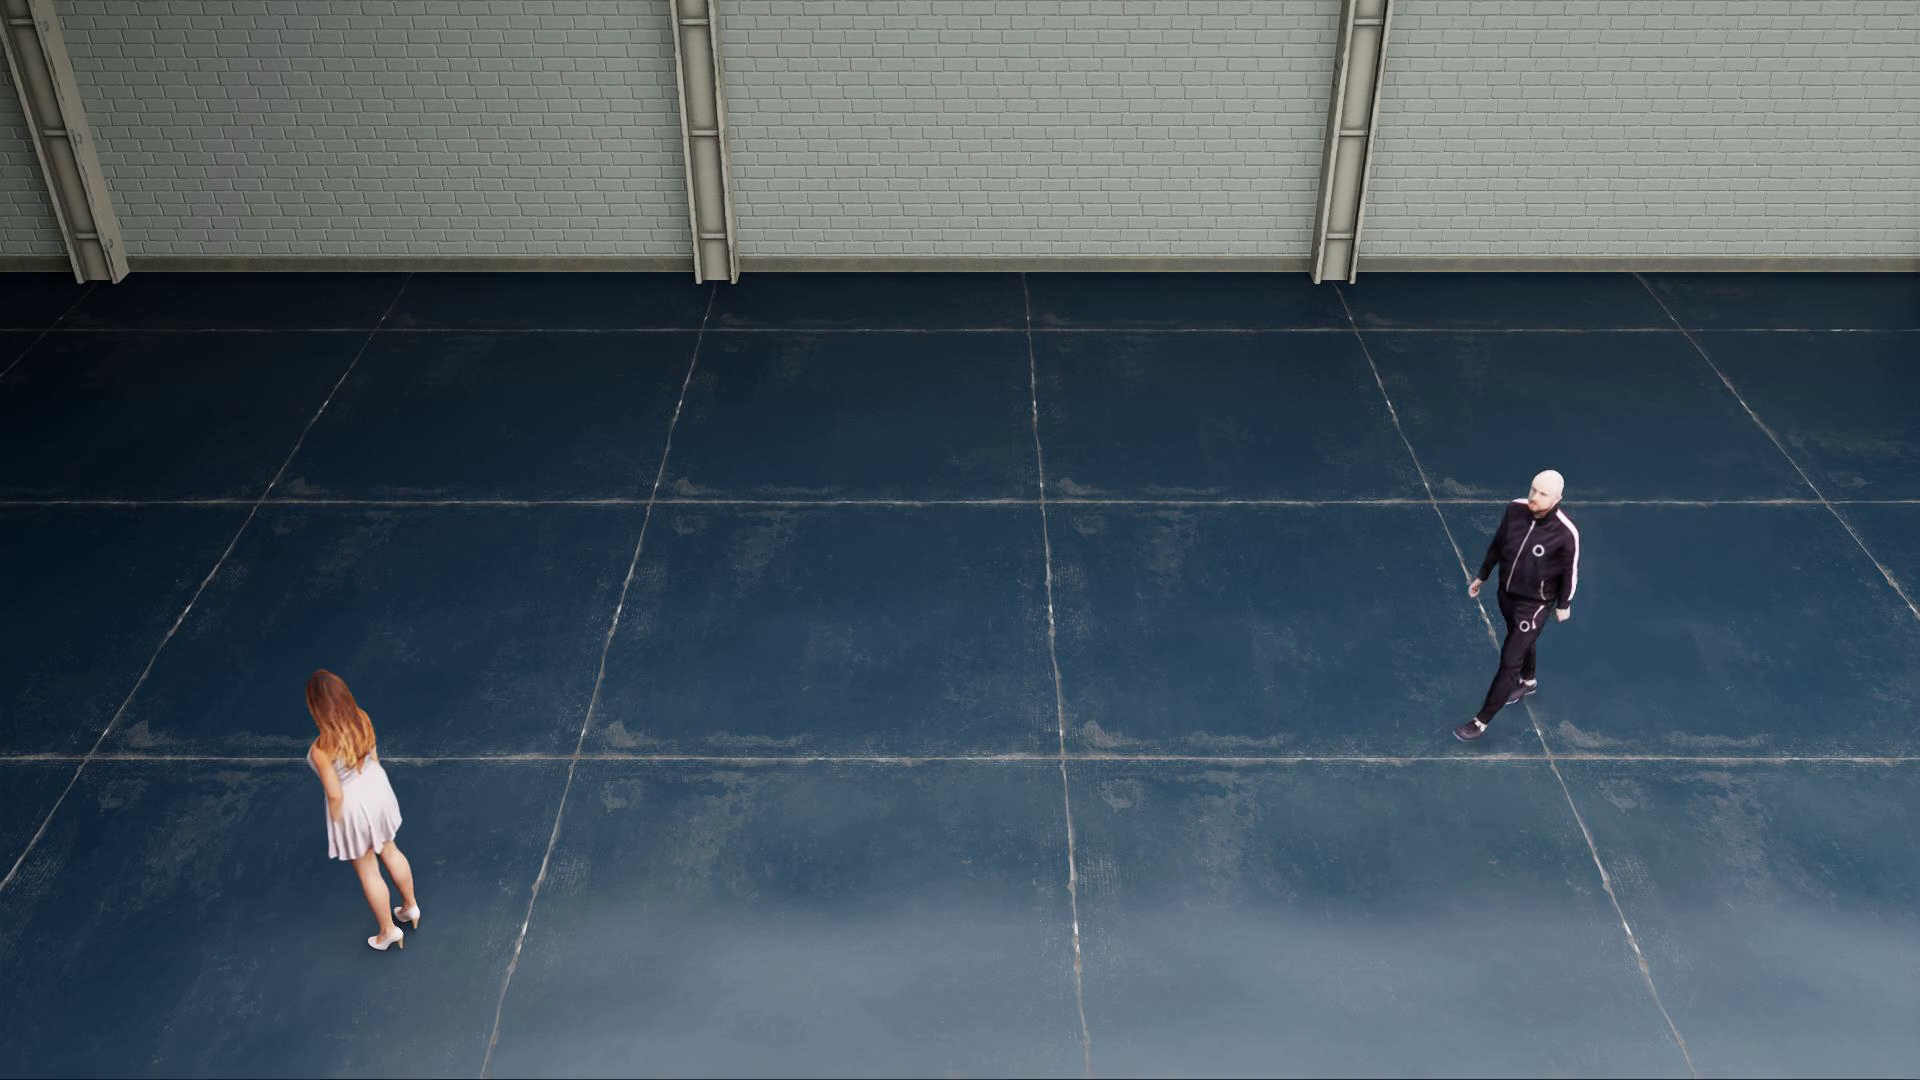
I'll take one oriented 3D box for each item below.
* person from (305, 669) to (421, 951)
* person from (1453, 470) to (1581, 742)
[{"bbox_3d":[-3.063,1.399,8.514,0.692,1.768,0.658,14,35,20],"label":"person"},{"bbox_3d":[3.508,0.333,10.134,1.263,1.790,1.061,-17,37,-25],"label":"person"}]
